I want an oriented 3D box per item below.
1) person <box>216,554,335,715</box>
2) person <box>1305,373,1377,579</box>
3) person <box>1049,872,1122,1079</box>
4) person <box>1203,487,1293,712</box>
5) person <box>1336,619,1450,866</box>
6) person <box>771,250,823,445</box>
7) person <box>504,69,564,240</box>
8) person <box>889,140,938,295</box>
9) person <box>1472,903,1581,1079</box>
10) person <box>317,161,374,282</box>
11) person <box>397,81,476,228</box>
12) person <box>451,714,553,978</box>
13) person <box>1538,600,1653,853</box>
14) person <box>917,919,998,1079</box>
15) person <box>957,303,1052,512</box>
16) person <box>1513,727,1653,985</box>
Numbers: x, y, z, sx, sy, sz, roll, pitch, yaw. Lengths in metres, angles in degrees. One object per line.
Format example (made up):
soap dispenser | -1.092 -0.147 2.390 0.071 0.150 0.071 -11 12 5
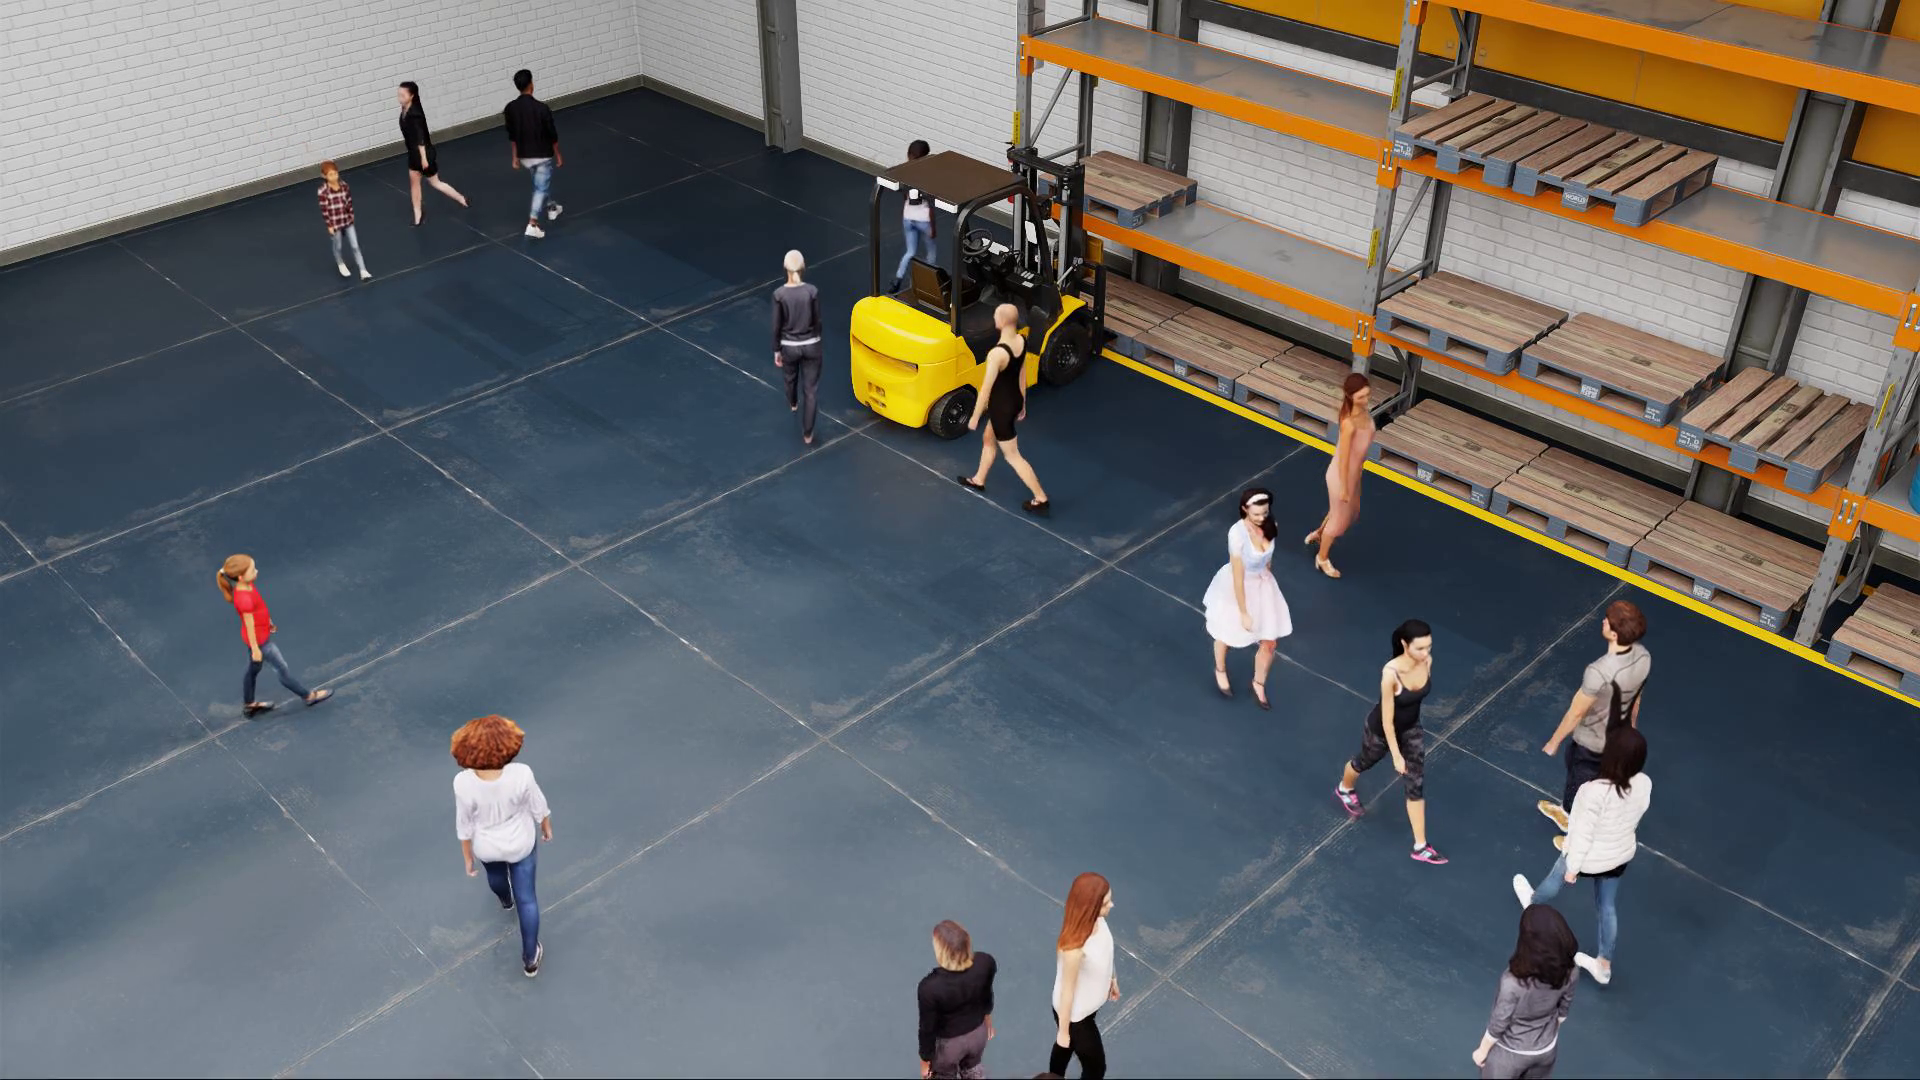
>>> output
person | -4.837 0.672 11.306 0.747 1.285 0.837 -14 36 -20
person | 2.893 -0.495 12.590 0.816 1.807 0.845 9 35 13
person | 0.529 2.328 8.431 0.861 1.710 0.761 11 35 17
person | 1.853 0.368 11.313 0.761 1.783 0.908 -19 38 -27
person | 2.588 1.143 10.243 0.816 1.677 1.231 -17 37 -24
person | -1.376 -1.637 14.419 1.008 1.685 1.100 -2 34 -3
person | -4.678 -4.167 18.153 1.258 1.765 1.184 8 34 12
person | -0.463 -3.166 16.707 0.991 1.697 0.780 21 39 28
person | 2.752 2.484 8.151 0.678 1.760 0.684 -8 34 -12
person | -6.503 -3.327 17.333 0.571 1.273 0.878 -25 41 -33
person | -5.863 -4.258 18.382 0.854 1.663 0.989 -16 37 -23
person | -2.552 1.756 9.322 1.016 1.677 1.140 -6 34 -9
person | 3.906 1.216 9.954 0.775 1.875 0.845 -21 39 -28
person | 0.039 2.535 8.165 0.674 1.659 0.759 -21 39 -28
person | 0.437 -1.015 13.400 1.228 1.777 0.905 16 37 23
person | 3.635 1.803 9.335 0.933 1.584 1.163 -12 35 -17
